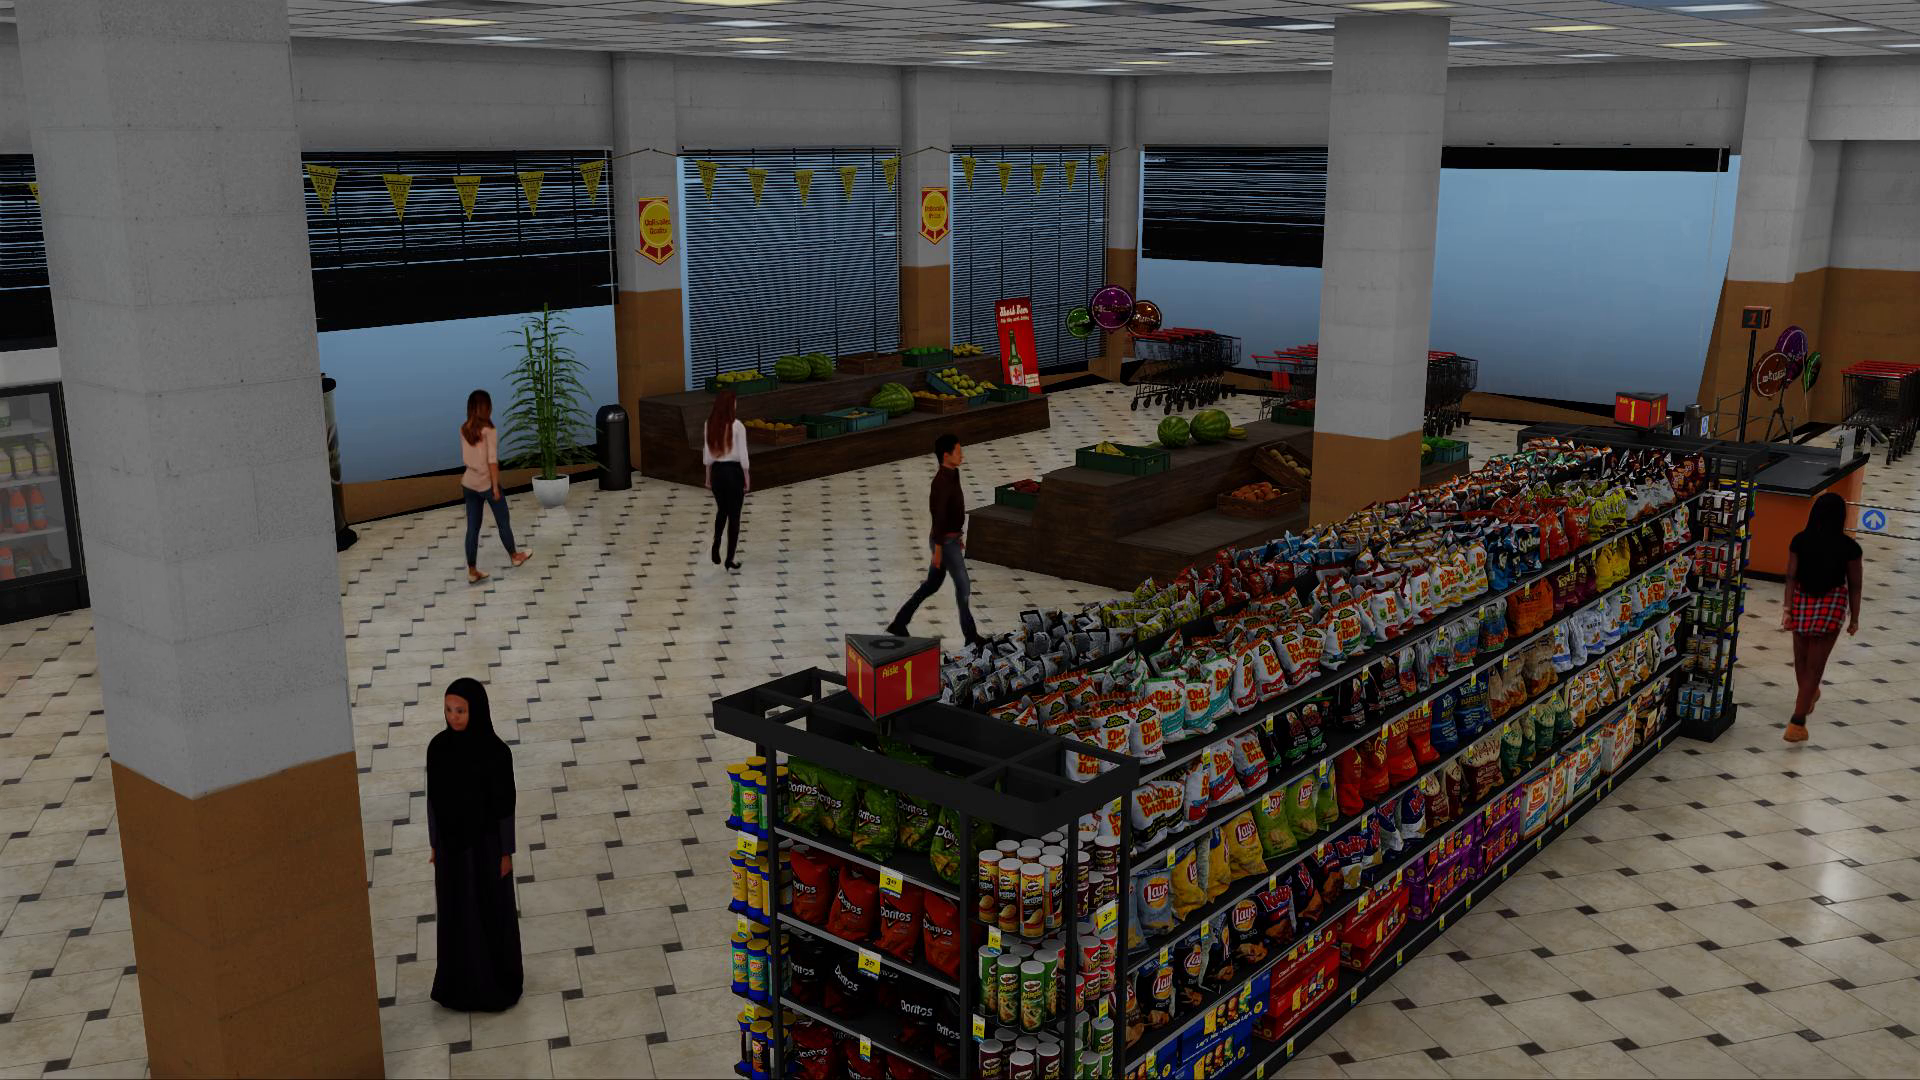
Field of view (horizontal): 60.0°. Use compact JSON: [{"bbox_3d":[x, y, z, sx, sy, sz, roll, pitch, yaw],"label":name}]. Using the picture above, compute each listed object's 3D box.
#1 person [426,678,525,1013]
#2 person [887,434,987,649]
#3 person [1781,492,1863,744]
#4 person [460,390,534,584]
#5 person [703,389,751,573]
[{"bbox_3d":[-2.292,1.421,7.837,0.692,1.616,0.715,4,14,15],"label":"person"},{"bbox_3d":[-0.211,0.045,13.237,1.160,1.745,1.174,1,14,2],"label":"person"},{"bbox_3d":[5.773,0.570,11.233,0.603,1.669,1.179,11,18,39],"label":"person"},{"bbox_3d":[-4.462,-0.464,15.305,0.797,1.759,1.096,6,15,23],"label":"person"},{"bbox_3d":[-2.228,-0.530,15.603,0.717,1.746,0.773,5,15,21],"label":"person"}]
